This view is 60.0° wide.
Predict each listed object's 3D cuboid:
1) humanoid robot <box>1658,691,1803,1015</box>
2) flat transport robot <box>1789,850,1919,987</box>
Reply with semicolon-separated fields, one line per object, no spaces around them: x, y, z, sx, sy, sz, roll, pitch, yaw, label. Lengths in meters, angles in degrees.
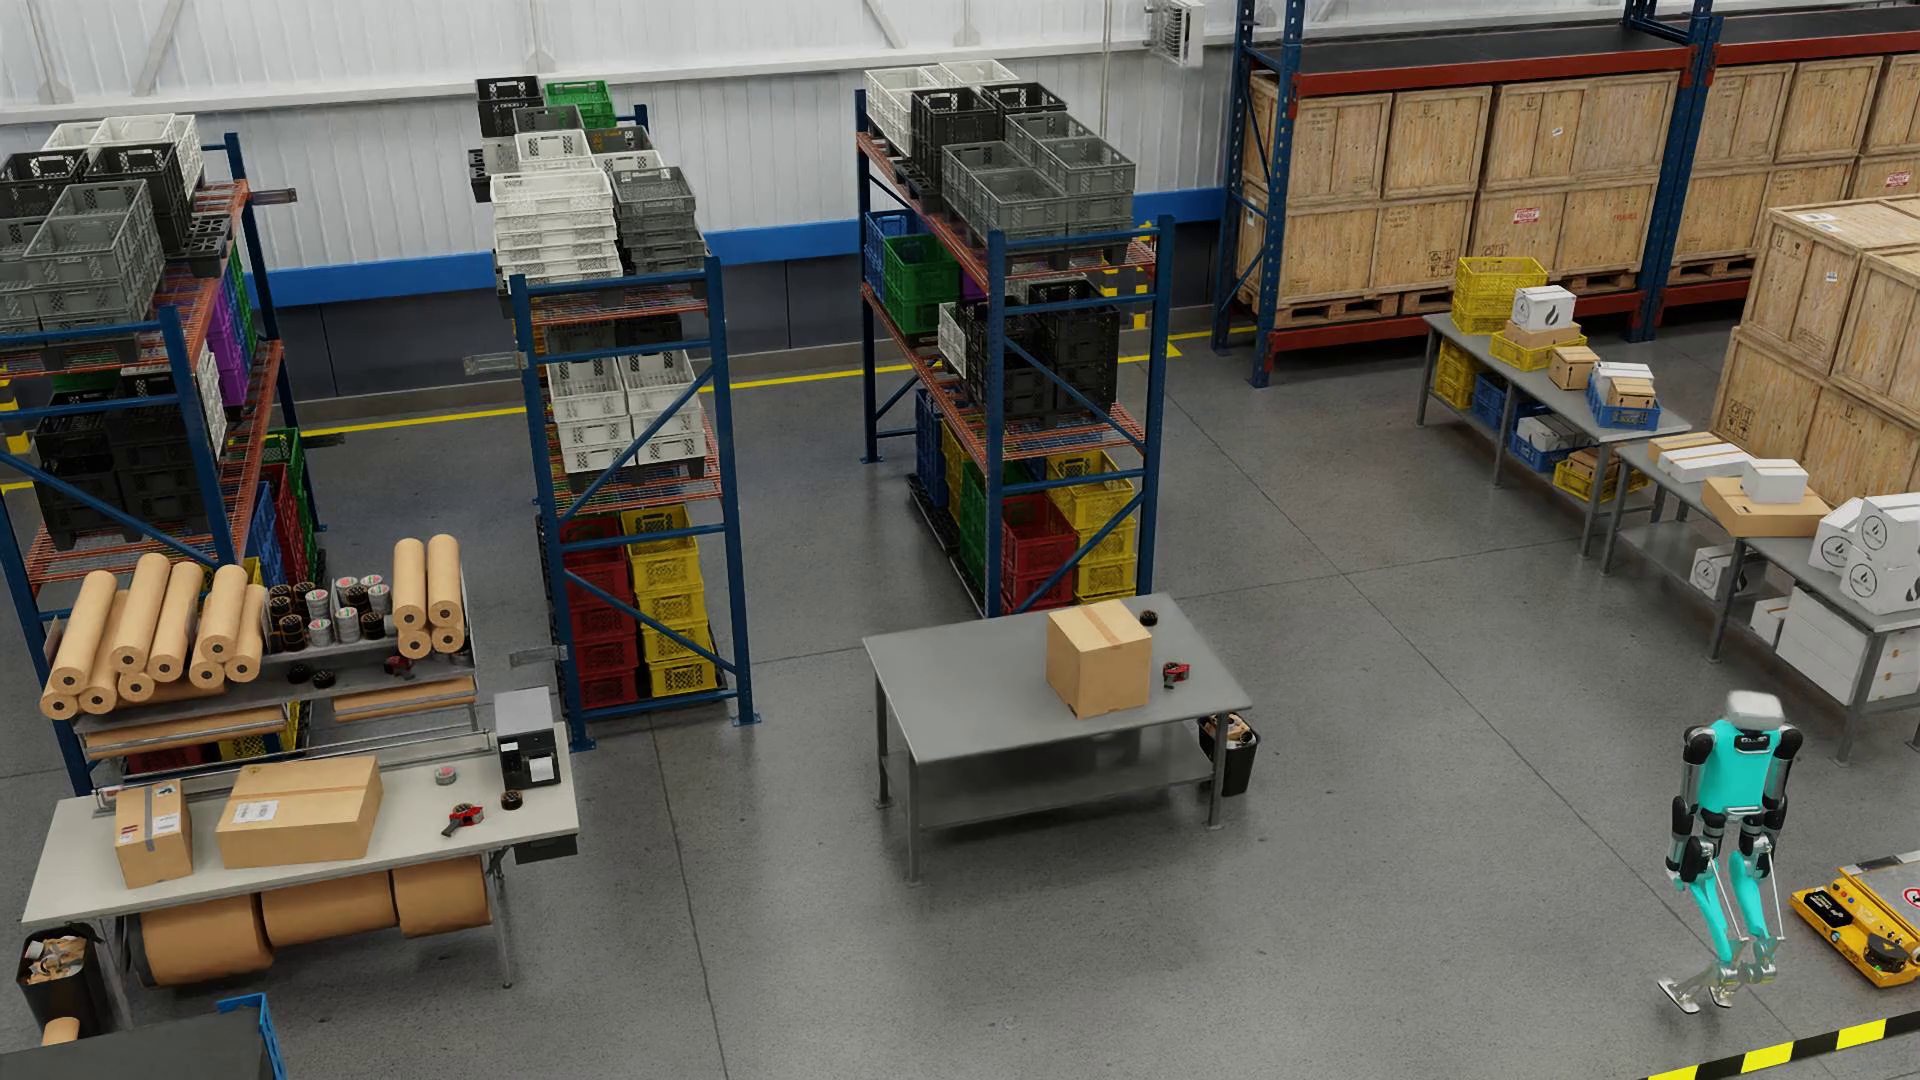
3.606;1.549;7.683;0.533;1.673;0.735;-2;29;-4;humanoid robot
5.163;1.916;8.676;1.431;0.231;0.659;-8;30;-14;flat transport robot
